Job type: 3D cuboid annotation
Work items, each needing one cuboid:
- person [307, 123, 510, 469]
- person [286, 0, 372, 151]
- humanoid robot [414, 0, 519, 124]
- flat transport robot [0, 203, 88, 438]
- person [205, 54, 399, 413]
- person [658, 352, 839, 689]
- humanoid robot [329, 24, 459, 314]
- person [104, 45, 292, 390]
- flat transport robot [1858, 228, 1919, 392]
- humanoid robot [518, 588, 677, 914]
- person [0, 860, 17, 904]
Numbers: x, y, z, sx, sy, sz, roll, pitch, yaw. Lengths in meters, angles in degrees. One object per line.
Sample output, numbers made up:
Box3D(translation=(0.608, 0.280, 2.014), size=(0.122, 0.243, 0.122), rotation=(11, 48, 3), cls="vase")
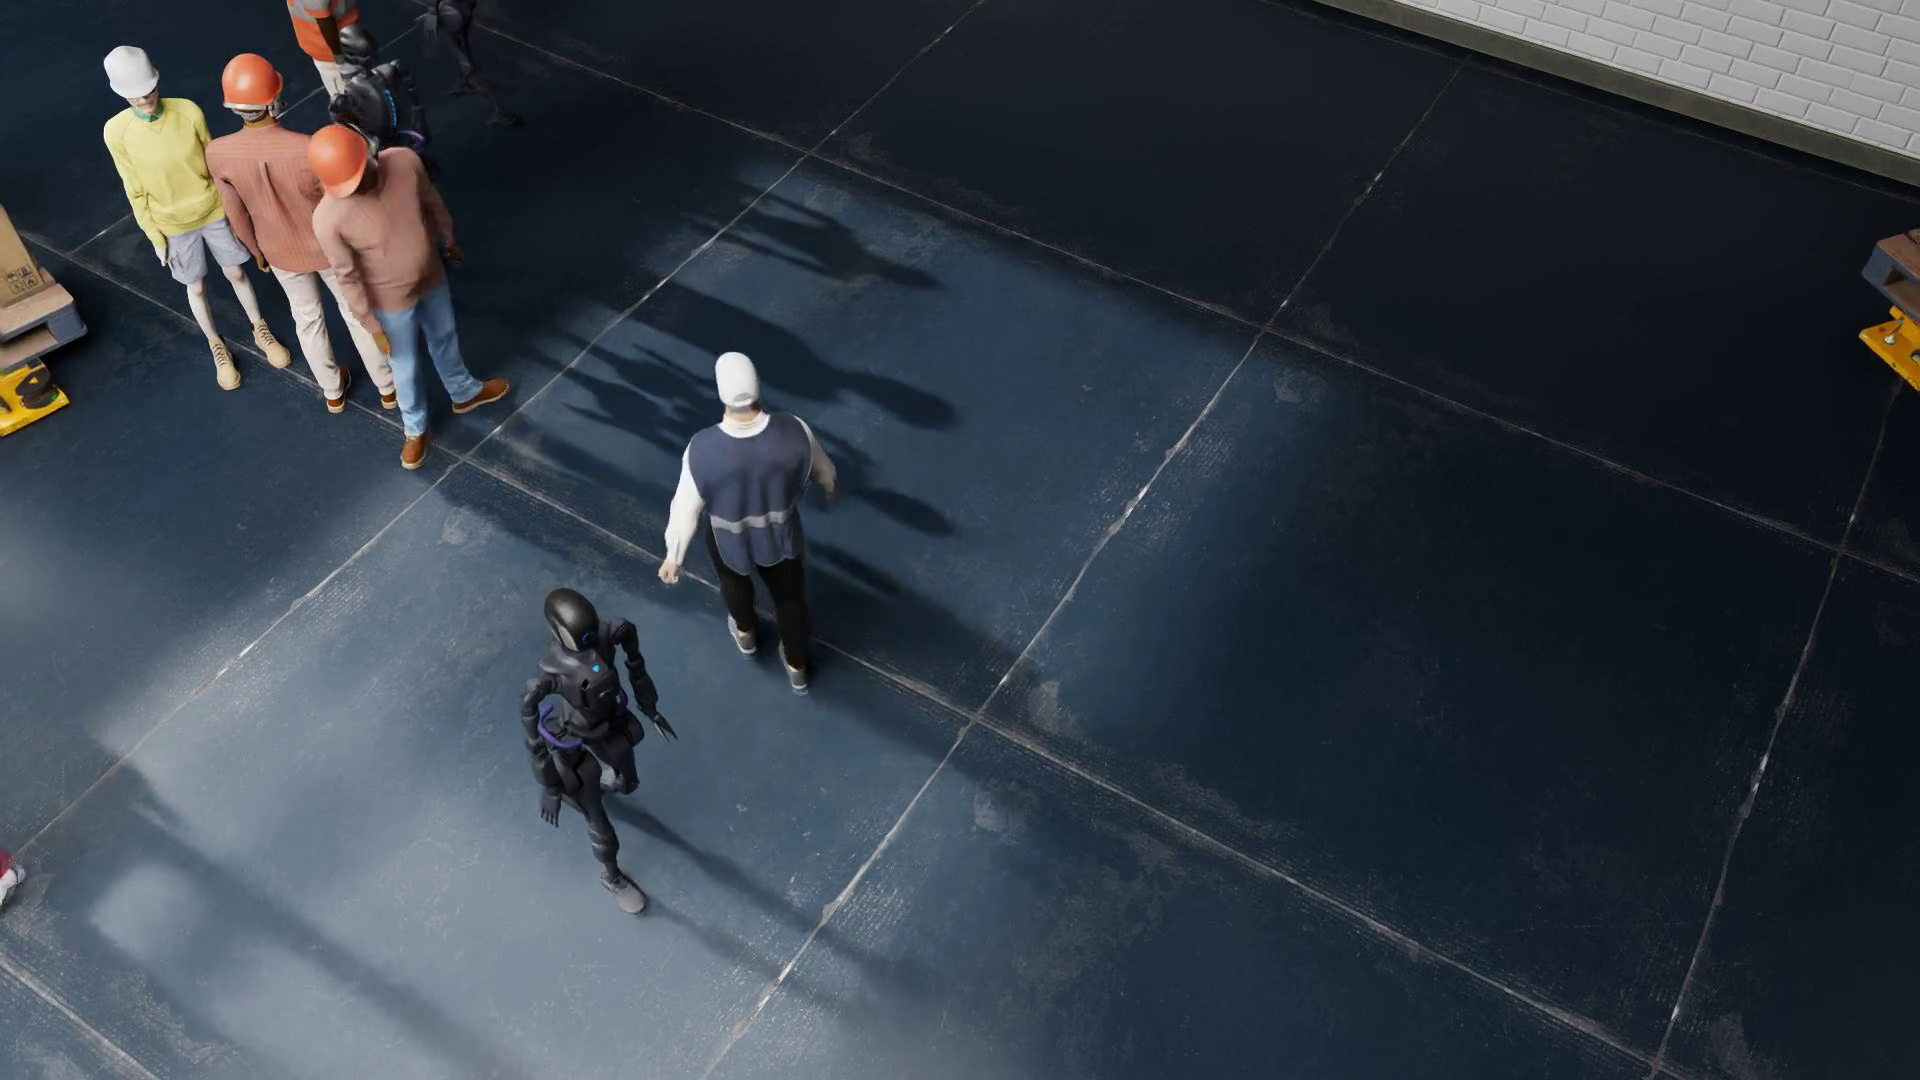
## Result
Box3D(translation=(-2.545, -1.211, 7.769), size=(0.386, 1.946, 0.753), rotation=(26, 54, 21), cls="person")
Box3D(translation=(-3.442, -2.775, 9.124), size=(0.372, 1.959, 0.606), rotation=(-17, 51, -14), cls="person")
Box3D(translation=(-2.986, -3.194, 9.696), size=(0.585, 1.641, 0.618), rotation=(1, 49, 1), cls="humanoid robot")
Box3D(translation=(-5.284, -0.966, 8.660), size=(0.659, 0.231, 1.431), rotation=(-36, 58, -27), cls="flat transport robot")
Box3D(translation=(-3.089, -1.406, 7.900), size=(0.607, 1.994, 0.375), rotation=(-2, 49, -2), cls="person")
Box3D(translation=(-0.877, -0.079, 6.912), size=(0.837, 1.730, 0.648), rotation=(-16, 51, -13), cls="person")
Box3D(translation=(-2.959, -1.901, 8.560), size=(0.591, 1.641, 0.588), rotation=(26, 54, 21), cls="humanoid robot")
Box3D(translation=(-3.750, -1.576, 8.117), size=(0.474, 1.892, 0.384), rotation=(-28, 55, -23), cls="person")
Box3D(translation=(5.562, -1.095, 8.772), size=(1.431, 0.231, 0.659), rotation=(-17, 51, -14), cls="flat transport robot")
Box3D(translation=(-1.431, 0.719, 6.272), size=(0.664, 1.644, 0.601), rotation=(33, 56, 25), cls="humanoid robot")
Box3D(translation=(-3.956, 0.955, 6.079), size=(0.420, 1.613, 0.540), rotation=(-32, 56, -25), cls="person")
